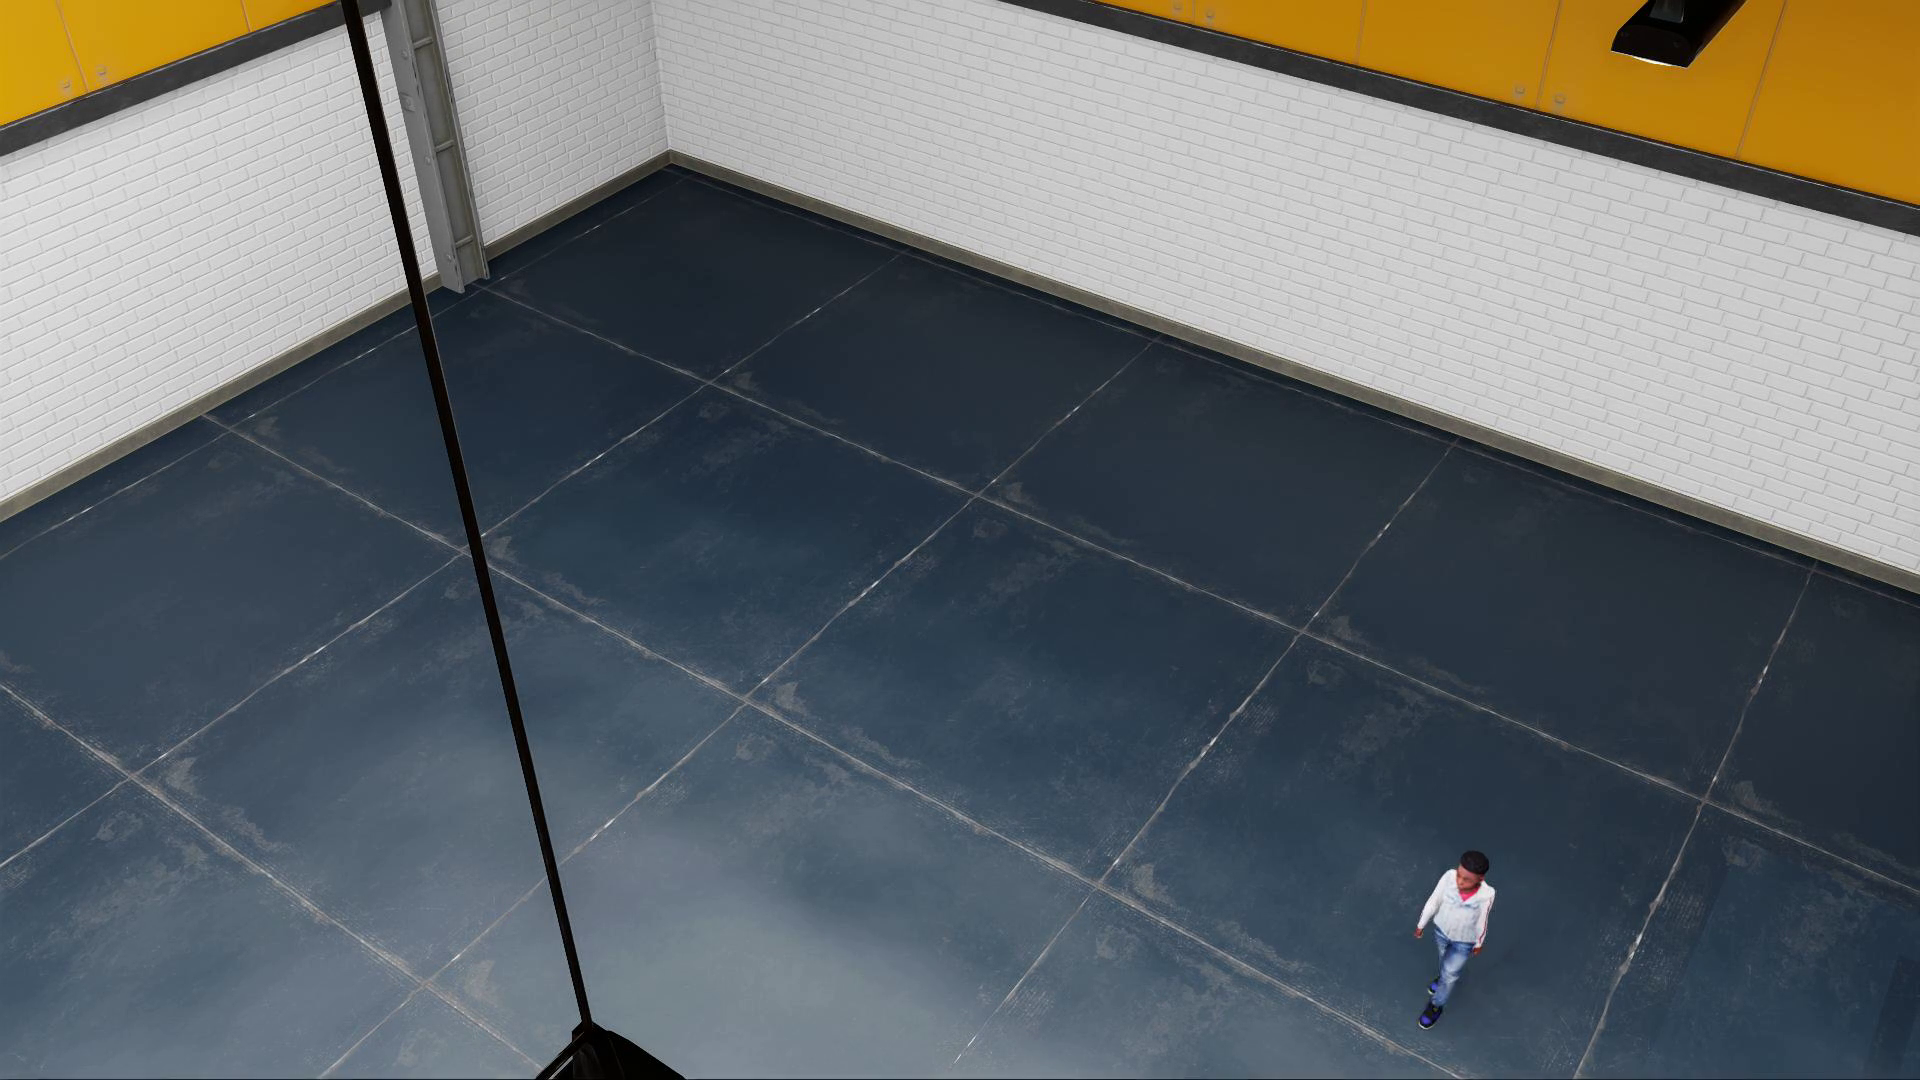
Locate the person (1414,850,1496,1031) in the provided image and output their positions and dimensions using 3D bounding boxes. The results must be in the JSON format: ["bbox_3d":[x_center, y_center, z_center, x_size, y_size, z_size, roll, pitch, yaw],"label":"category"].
[{"bbox_3d":[2.942,2.233,9.719,0.763,1.243,0.592,-31,48,-33],"label":"person"}]
